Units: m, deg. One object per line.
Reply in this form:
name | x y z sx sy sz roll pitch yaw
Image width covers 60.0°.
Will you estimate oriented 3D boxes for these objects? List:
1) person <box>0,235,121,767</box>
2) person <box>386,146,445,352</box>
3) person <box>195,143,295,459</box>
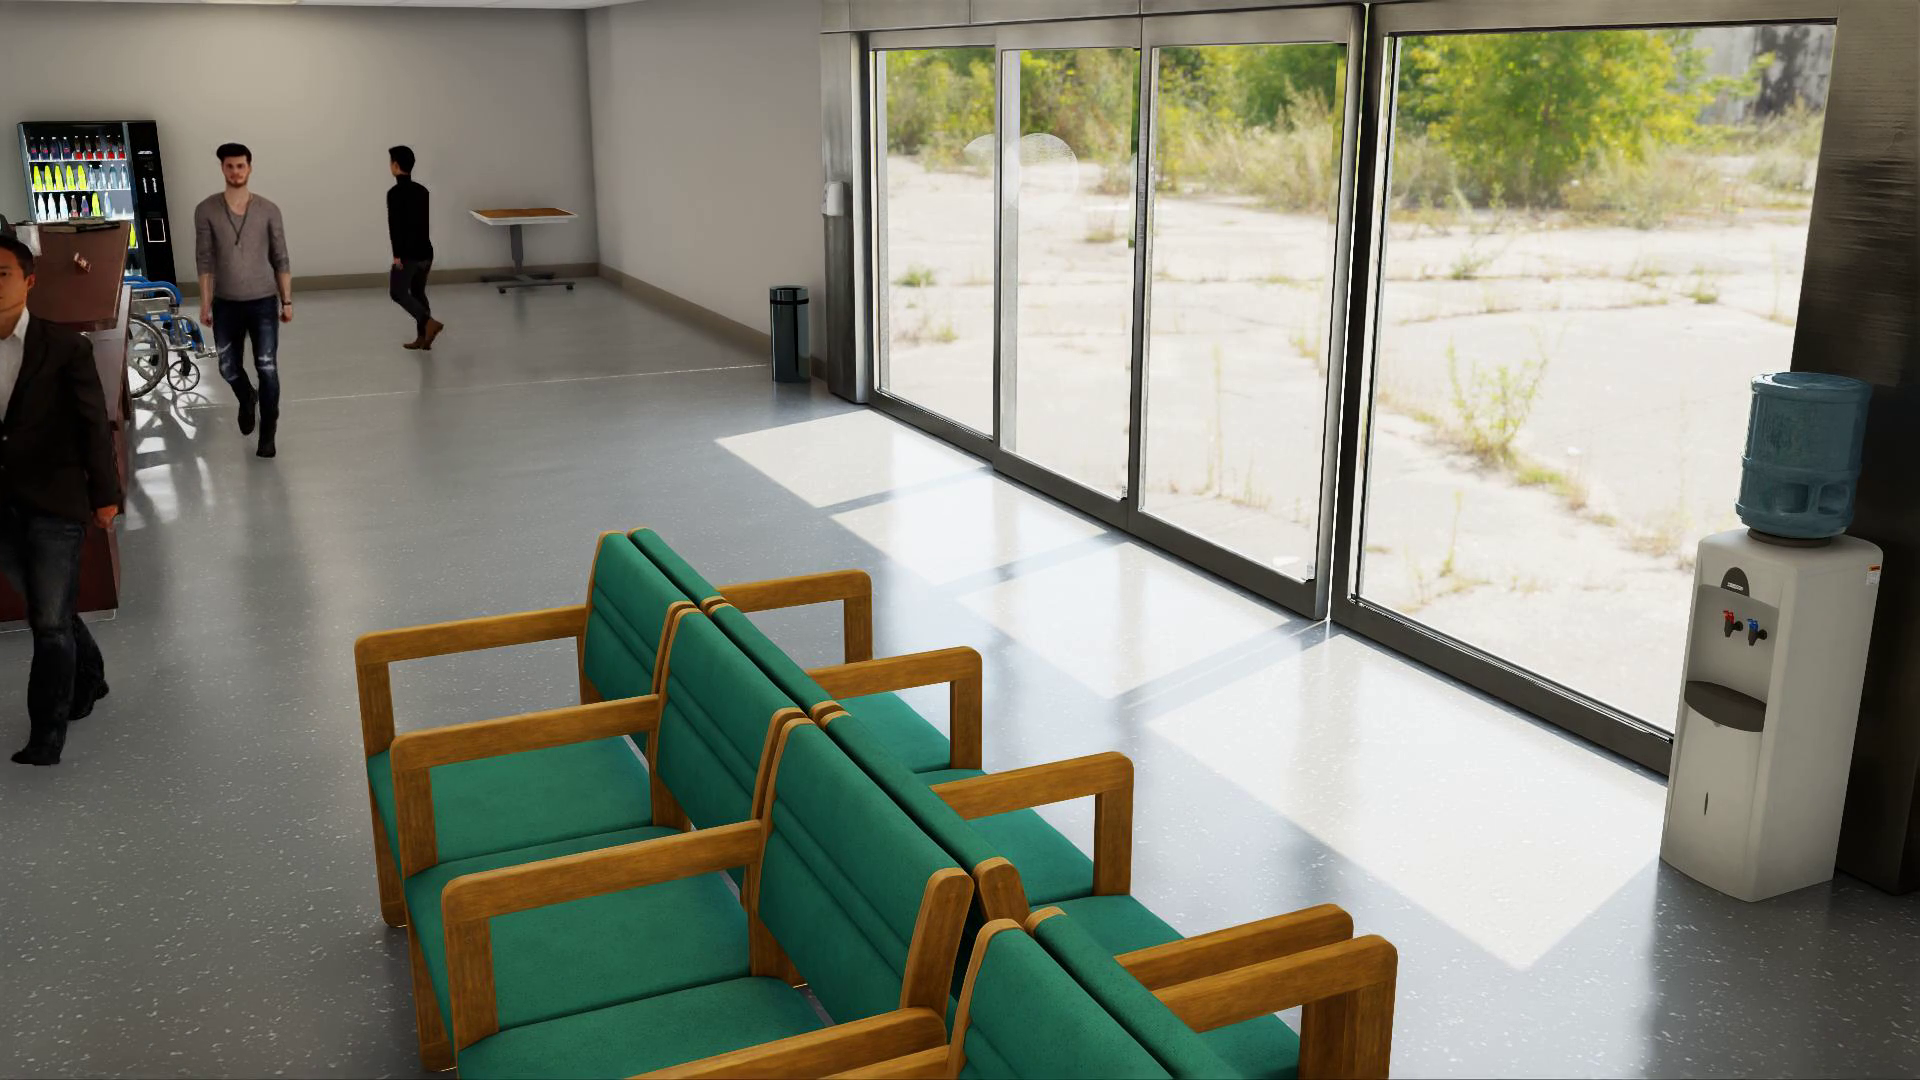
person | -3.204 -0.138 5.779 1.183 1.757 1.016 -1 16 -5
person | -4.557 -2.424 13.978 0.925 1.709 0.870 7 17 23
person | -4.418 -1.479 10.287 0.896 1.892 0.812 -5 17 -19
